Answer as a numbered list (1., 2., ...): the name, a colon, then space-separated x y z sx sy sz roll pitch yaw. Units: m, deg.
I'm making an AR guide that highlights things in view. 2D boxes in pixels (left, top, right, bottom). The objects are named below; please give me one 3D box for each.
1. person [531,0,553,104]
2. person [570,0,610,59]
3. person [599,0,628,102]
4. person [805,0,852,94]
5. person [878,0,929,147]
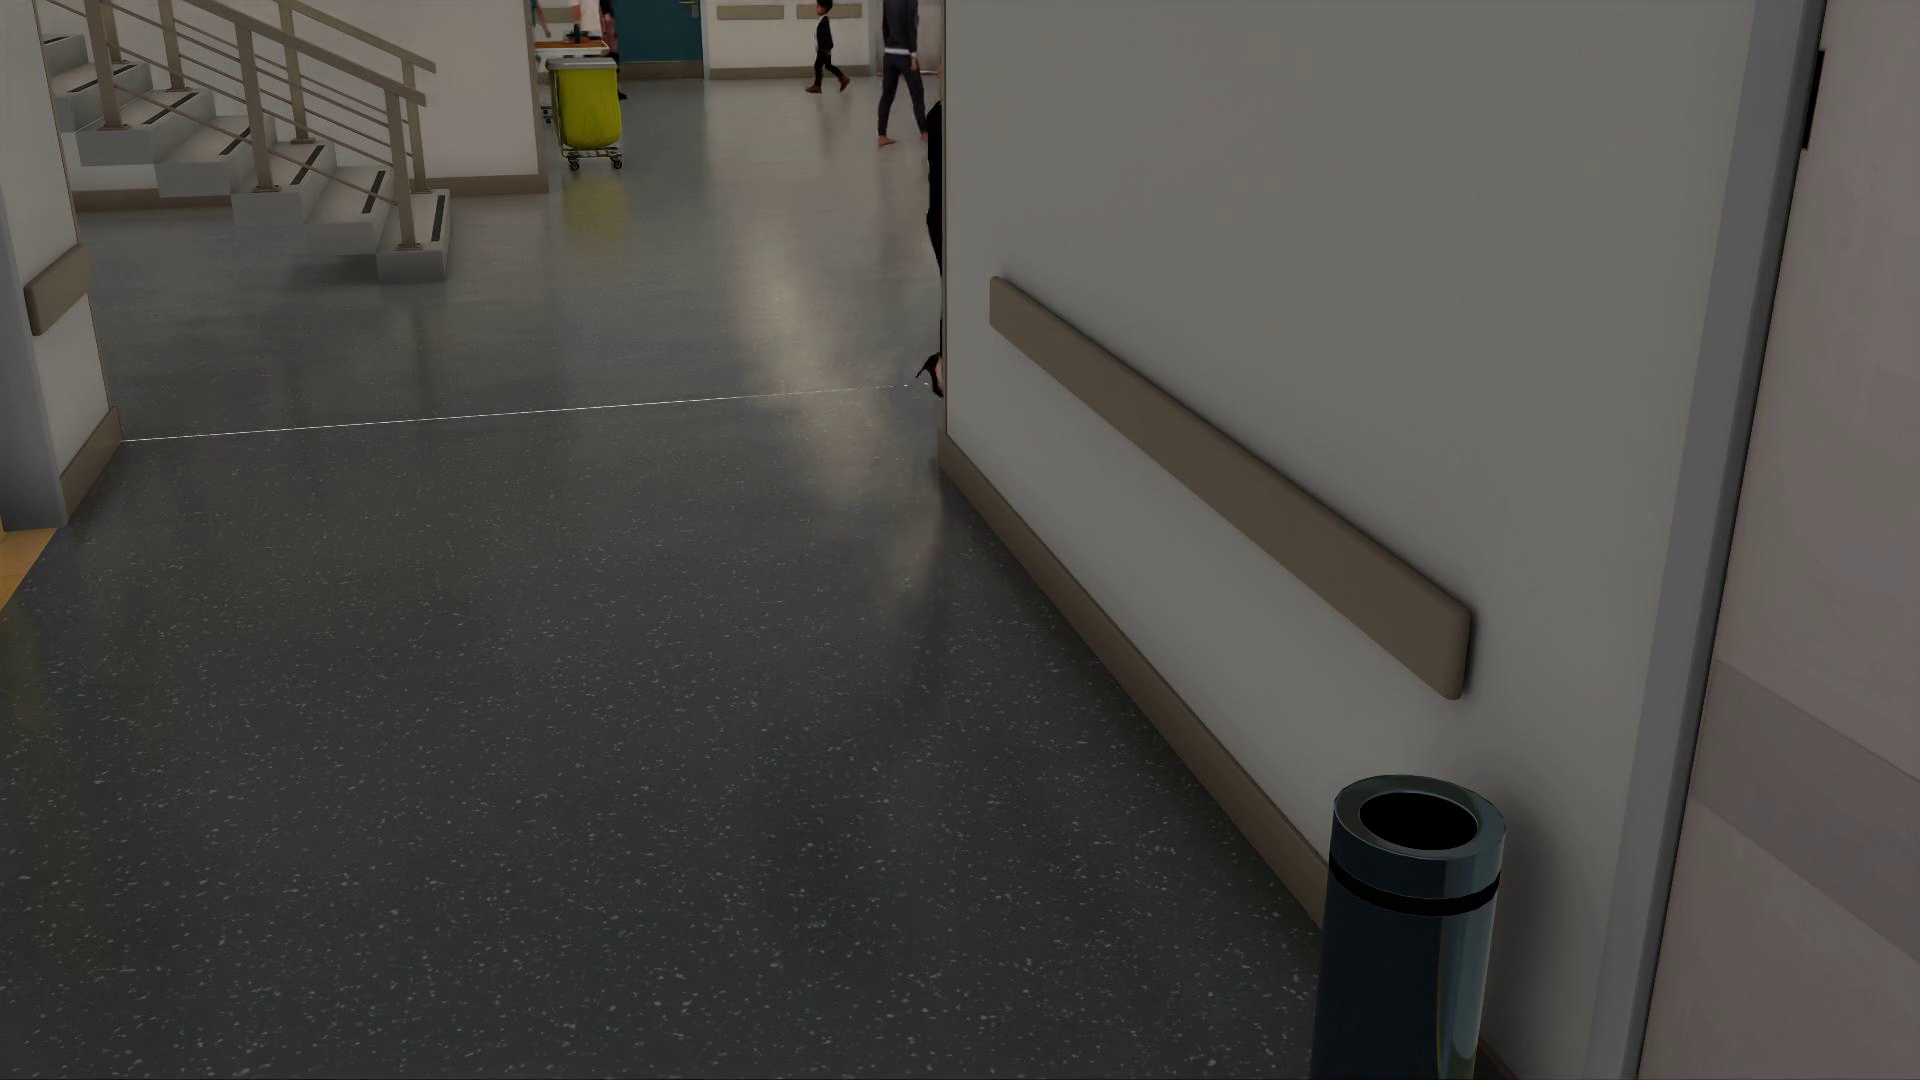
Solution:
1. person: -5.283 -6.072 19.959 0.779 1.671 0.736 4 21 12
2. person: -4.395 -5.901 19.440 1.106 1.689 0.988 7 22 19
3. person: -4.413 -6.273 20.176 0.934 1.894 0.875 7 22 18
4. person: -1.685 -6.350 21.347 0.846 1.208 0.565 -3 21 -7
5. person: -0.640 -4.720 16.325 1.043 1.718 1.157 14 25 33
